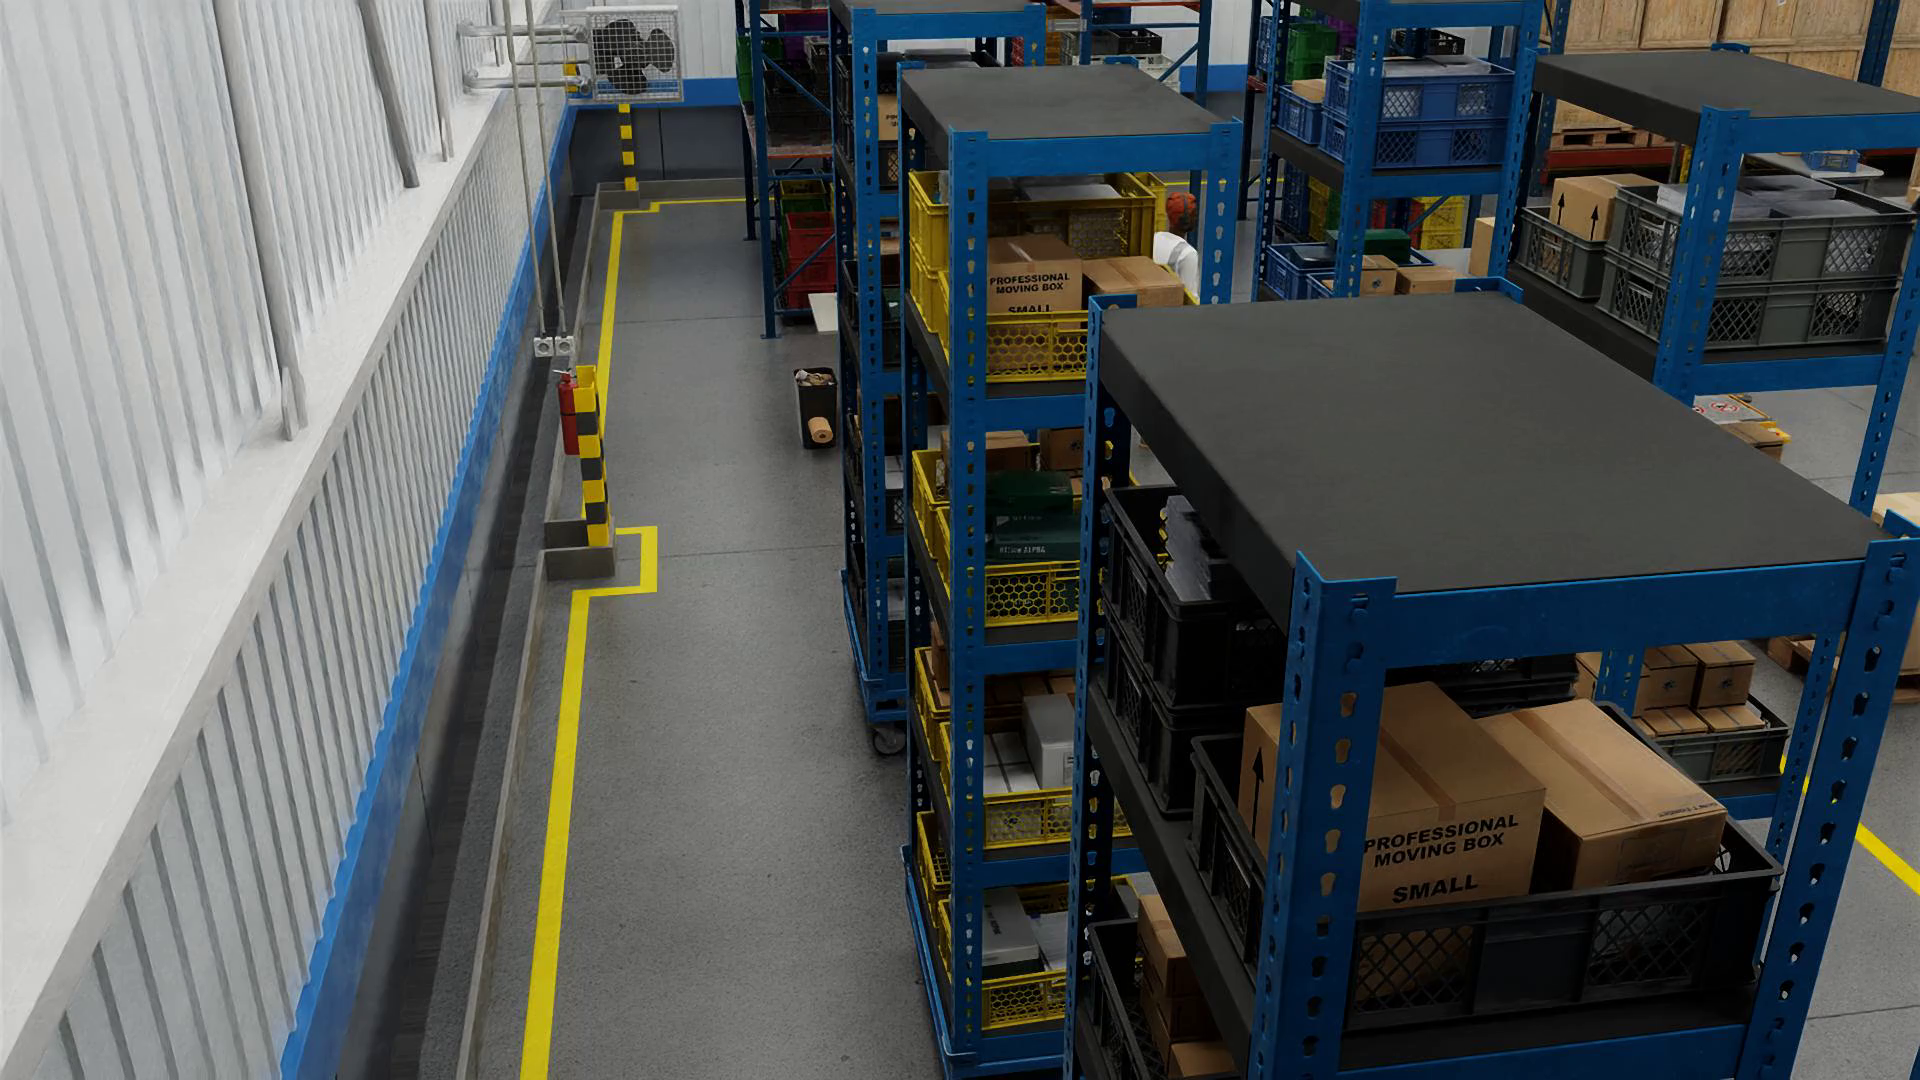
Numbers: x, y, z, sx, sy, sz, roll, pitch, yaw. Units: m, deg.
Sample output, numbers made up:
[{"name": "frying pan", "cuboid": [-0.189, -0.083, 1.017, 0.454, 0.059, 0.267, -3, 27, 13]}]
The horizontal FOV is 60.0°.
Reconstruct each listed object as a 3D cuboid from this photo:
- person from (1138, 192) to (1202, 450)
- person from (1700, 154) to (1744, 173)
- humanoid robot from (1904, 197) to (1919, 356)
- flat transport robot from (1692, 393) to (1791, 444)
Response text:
[{"name": "person", "cuboid": [1.473, -1.483, 11.592, 0.337, 1.879, 0.583, -12, 27, -24]}, {"name": "person", "cuboid": [7.070, -3.401, 15.638, 0.389, 1.985, 0.610, -3, 25, -6]}, {"name": "humanoid robot", "cuboid": [7.931, -2.257, 13.516, 0.326, 1.652, 0.667, -18, 31, -35]}, {"name": "flat transport robot", "cuboid": [5.224, -0.859, 12.132, 1.431, 0.197, 0.652, -4, 25, -8]}]
